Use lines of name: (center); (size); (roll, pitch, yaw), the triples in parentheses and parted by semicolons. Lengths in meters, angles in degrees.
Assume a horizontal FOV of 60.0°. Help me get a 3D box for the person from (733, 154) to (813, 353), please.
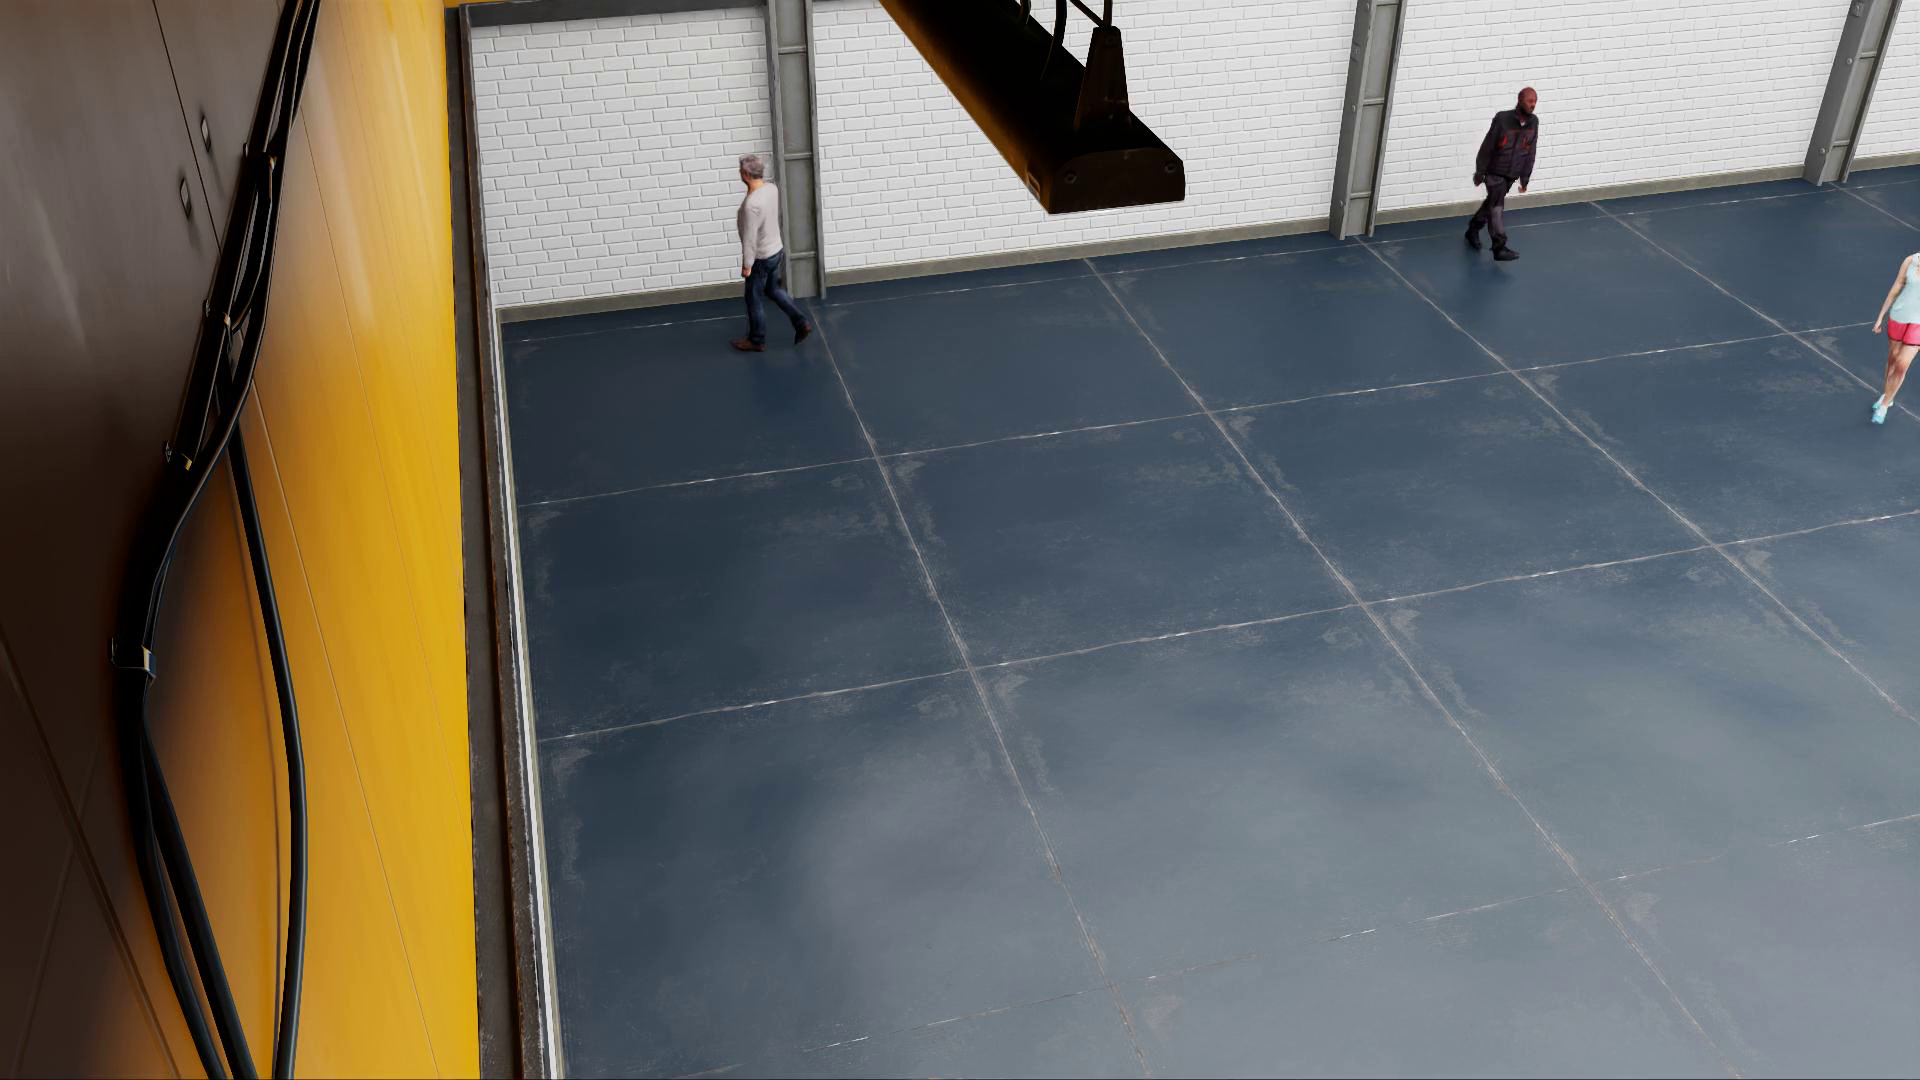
person: (-1.745, -2.590, 15.181); (1.148, 1.897, 1.040); (10, 35, 15)

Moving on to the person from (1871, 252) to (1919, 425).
person: (8.177, -1.884, 14.255); (0.959, 1.747, 0.848); (-28, 43, -36)

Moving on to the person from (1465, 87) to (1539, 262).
person: (5.515, -3.811, 17.120); (1.058, 1.784, 0.781); (-6, 34, -8)
